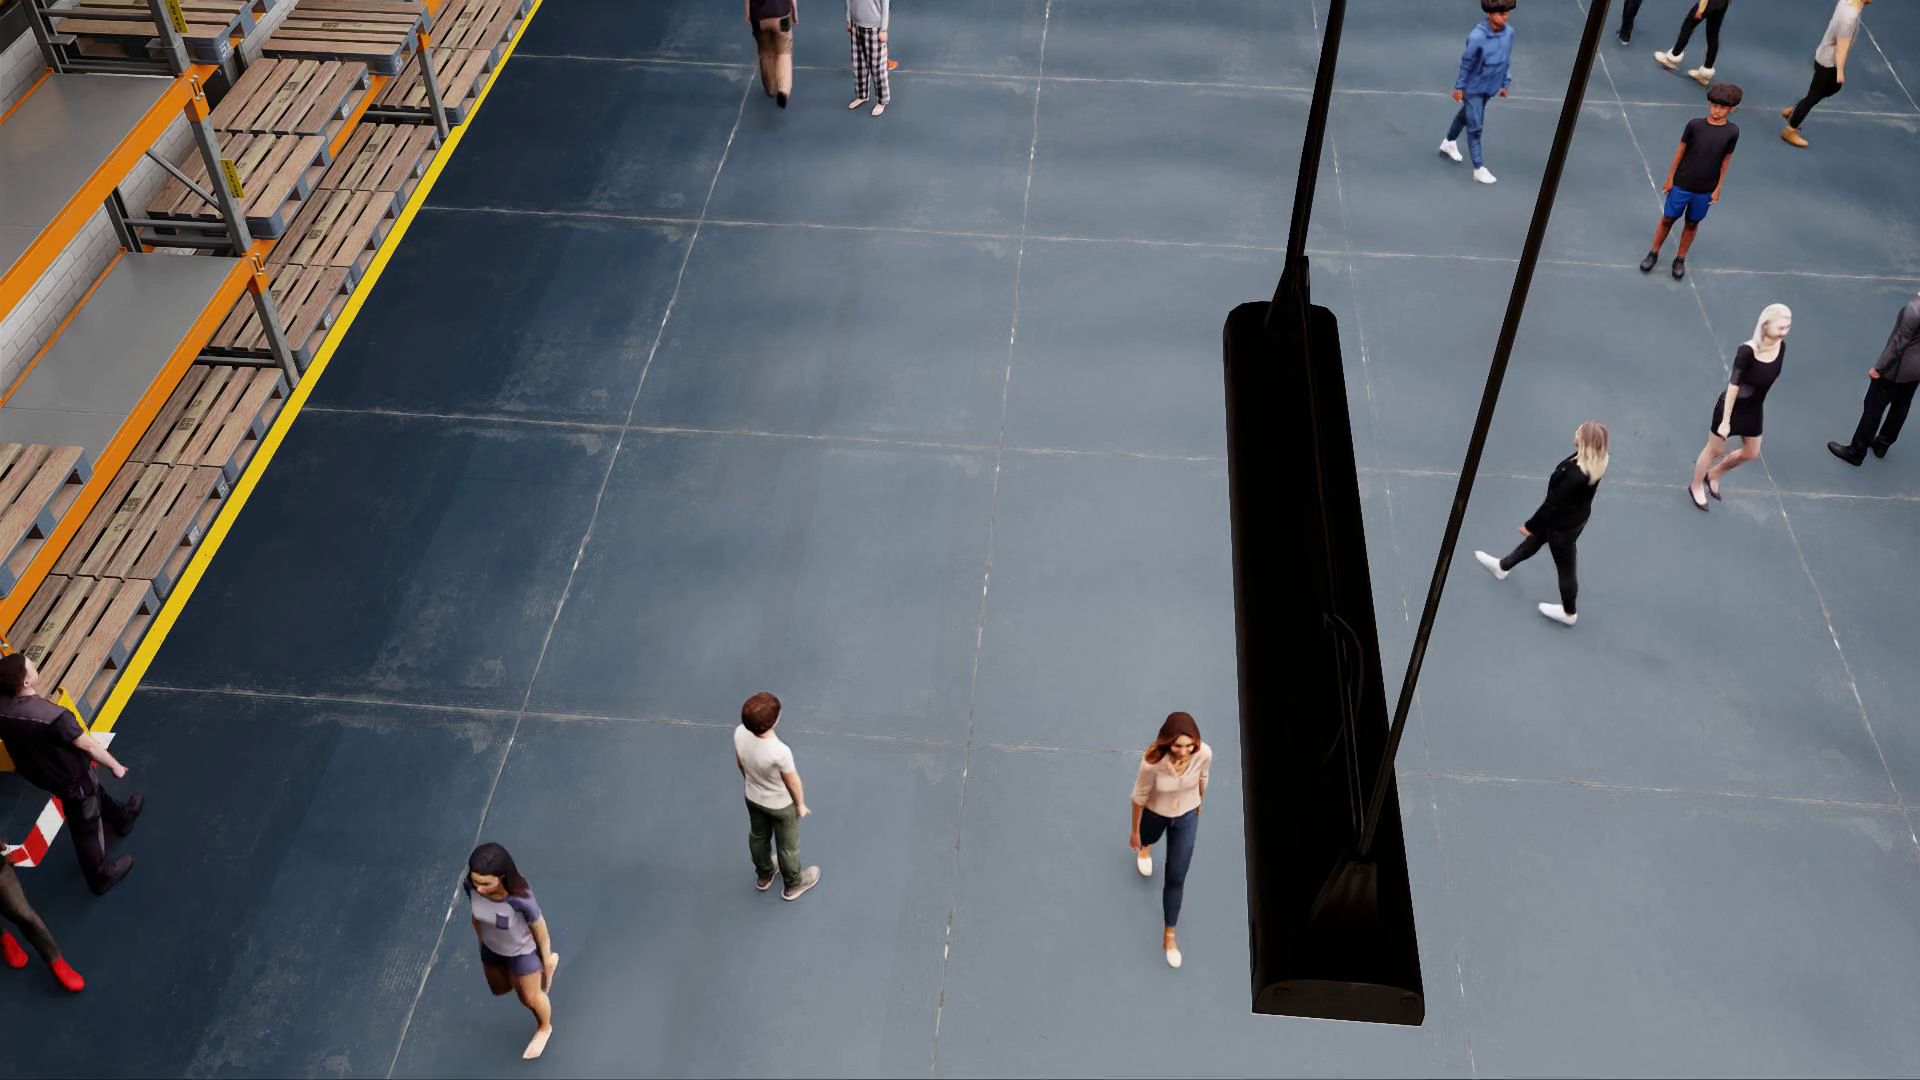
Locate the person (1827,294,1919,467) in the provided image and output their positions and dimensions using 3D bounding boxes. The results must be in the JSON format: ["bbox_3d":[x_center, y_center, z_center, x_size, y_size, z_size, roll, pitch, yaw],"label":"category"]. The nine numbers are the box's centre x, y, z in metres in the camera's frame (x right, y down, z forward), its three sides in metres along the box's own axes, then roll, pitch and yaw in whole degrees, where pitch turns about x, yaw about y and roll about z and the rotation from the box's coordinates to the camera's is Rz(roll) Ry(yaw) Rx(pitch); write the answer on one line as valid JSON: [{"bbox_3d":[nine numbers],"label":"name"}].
[{"bbox_3d":[7.062,-1.342,12.416,0.807,1.836,0.777,-15,46,-15],"label":"person"}]

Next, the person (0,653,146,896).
[{"bbox_3d":[-5.219,1.394,9.552,0.893,1.825,1.006,14,45,14],"label":"person"}]

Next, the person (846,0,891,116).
[{"bbox_3d":[-0.903,-5.094,16.348,0.702,1.845,0.693,24,48,23],"label":"person"}]

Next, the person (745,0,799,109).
[{"bbox_3d":[-1.873,-5.126,16.401,0.721,1.817,0.993,-1,44,-1],"label":"person"}]

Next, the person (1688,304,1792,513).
[{"bbox_3d":[5.569,-0.987,12.054,0.686,1.820,0.701,-14,45,-14],"label":"person"}]

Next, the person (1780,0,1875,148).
[{"bbox_3d":[8.285,-4.639,15.979,0.823,1.695,0.724,22,48,22],"label":"person"}]

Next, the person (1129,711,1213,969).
[{"bbox_3d":[1.156,1.505,9.502,0.743,1.732,1.201,-3,44,-3],"label":"person"}]

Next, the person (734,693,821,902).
[{"bbox_3d":[-1.088,1.479,9.586,0.643,1.654,0.646,22,48,22],"label":"person"}]

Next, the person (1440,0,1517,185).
[{"bbox_3d":[4.820,-4.295,15.566,1.057,1.766,1.229,-20,47,-19],"label":"person"}]

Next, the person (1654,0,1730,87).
[{"bbox_3d":[7.664,-5.383,16.800,0.891,1.638,1.029,-17,46,-17],"label":"person"}]

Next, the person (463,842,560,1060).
[{"bbox_3d":[-2.340,2.103,8.886,0.725,1.717,0.845,16,46,16],"label":"person"}]

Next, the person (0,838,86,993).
[{"bbox_3d":[-5.509,1.797,9.162,1.040,1.778,1.024,32,52,29],"label":"person"}]

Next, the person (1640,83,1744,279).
[{"bbox_3d":[6.317,-3.093,14.281,0.685,1.798,0.673,17,46,17],"label":"person"}]

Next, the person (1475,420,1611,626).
[{"bbox_3d":[4.165,-0.061,11.204,1.020,1.653,1.084,26,50,25],"label":"person"}]
